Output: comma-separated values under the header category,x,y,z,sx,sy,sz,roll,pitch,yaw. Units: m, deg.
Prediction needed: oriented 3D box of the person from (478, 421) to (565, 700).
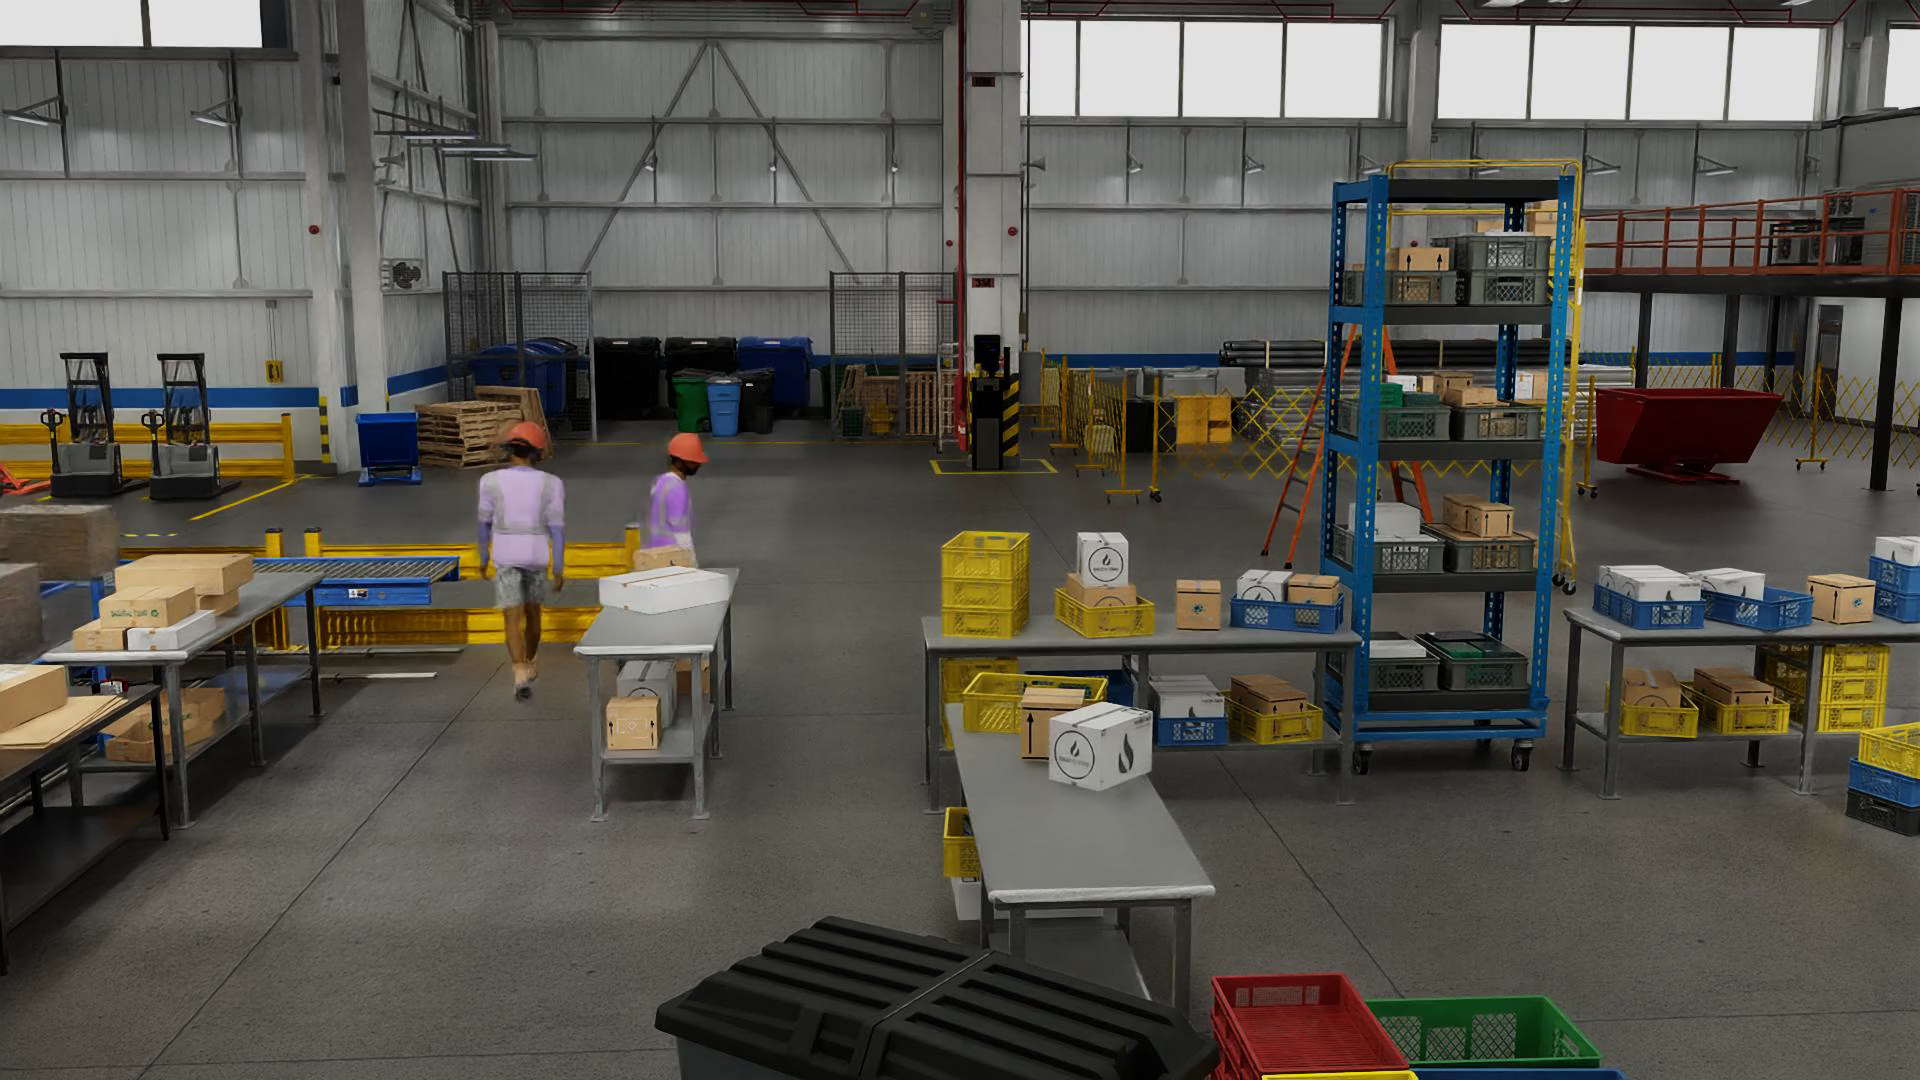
category,x,y,z,sx,sy,sz,roll,pitch,yaw
person,-3.164,0.135,12.039,0.626,1.991,1.012,-3,9,-17

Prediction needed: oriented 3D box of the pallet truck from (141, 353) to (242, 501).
category,x,y,z,sx,sy,sz,roll,pitch,yaw
pallet truck,-10.520,-1.604,22.925,0.823,1.965,1.885,-1,9,-6

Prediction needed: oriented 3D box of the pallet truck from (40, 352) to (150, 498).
category,x,y,z,sx,sy,sz,roll,pitch,yaw
pallet truck,-11.907,-1.642,23.165,0.823,1.965,1.885,0,9,0

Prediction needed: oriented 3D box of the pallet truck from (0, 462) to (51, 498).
category,x,y,z,sx,sy,sz,roll,pitch,yaw
pallet truck,-13.193,-1.293,23.148,0.653,1.274,1.630,-1,9,-4

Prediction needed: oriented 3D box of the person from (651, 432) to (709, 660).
category,x,y,z,sx,sy,sz,roll,pitch,yaw
person,-2.013,0.147,12.245,0.657,1.892,0.614,-3,9,-16
